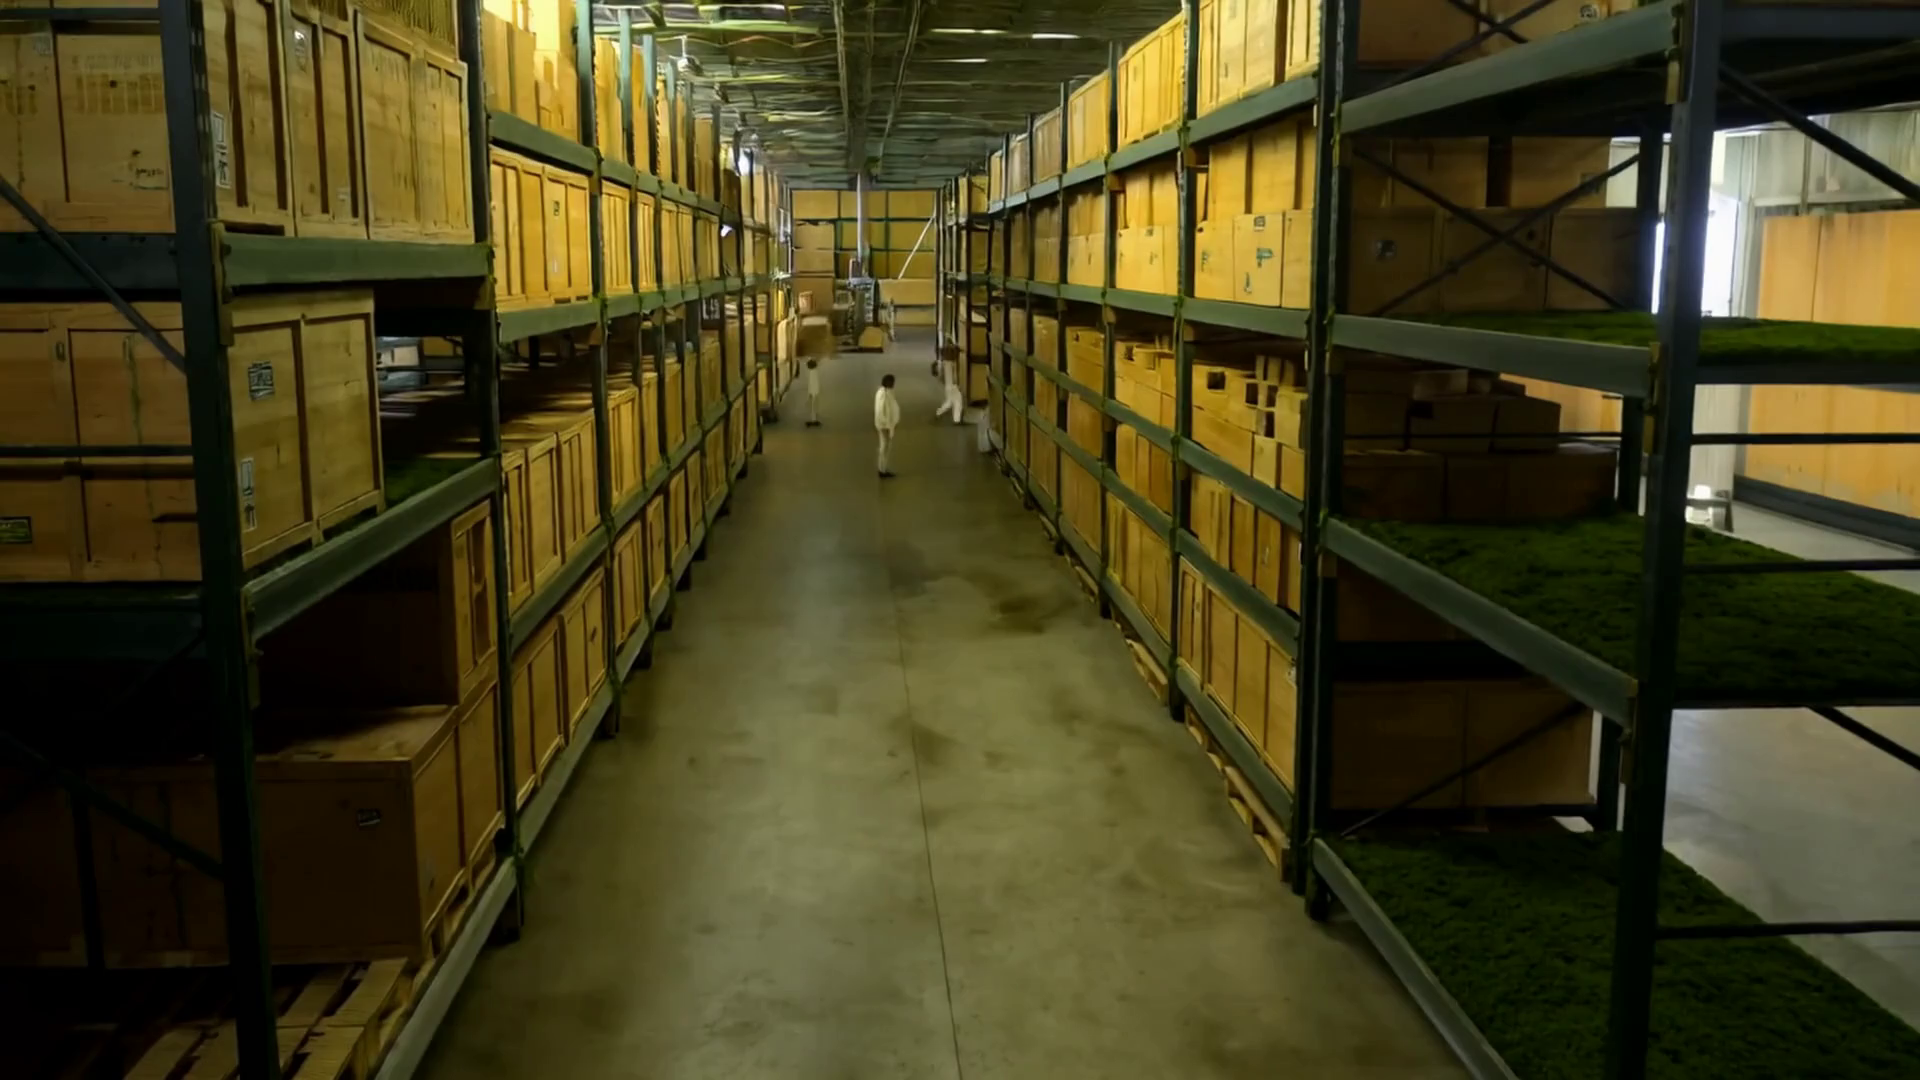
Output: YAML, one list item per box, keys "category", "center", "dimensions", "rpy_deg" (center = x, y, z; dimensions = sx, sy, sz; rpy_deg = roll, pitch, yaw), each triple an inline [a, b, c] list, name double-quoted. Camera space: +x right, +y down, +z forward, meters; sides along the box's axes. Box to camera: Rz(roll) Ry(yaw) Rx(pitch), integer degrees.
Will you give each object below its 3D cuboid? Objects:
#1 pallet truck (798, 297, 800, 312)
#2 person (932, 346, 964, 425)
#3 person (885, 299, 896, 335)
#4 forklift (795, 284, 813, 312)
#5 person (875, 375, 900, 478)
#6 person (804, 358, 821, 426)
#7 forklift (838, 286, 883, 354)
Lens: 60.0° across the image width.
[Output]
- category: "pallet truck"
  center: [-8.622, -12.439, 91.403]
  dimensions: [1.885, 1.965, 0.823]
  rpy_deg: [2, 10, 13]
- category: "person"
  center: [-0.259, -3.629, 39.127]
  dimensions: [0.660, 1.880, 0.602]
  rpy_deg: [3, 10, 17]
- category: "person"
  center: [-3.643, -11.726, 87.516]
  dimensions: [0.554, 1.876, 1.037]
  rpy_deg: [-5, 11, -25]
- category: "forklift"
  center: [-7.285, -10.538, 77.416]
  dimensions: [1.129, 2.768, 1.873]
  rpy_deg: [-2, 10, -10]
- category: "person"
  center: [-1.293, -2.032, 29.738]
  dimensions: [0.430, 1.837, 0.625]
  rpy_deg: [-3, 10, -17]
- category: "person"
  center: [-3.465, -3.446, 38.833]
  dimensions: [0.456, 1.618, 0.500]
  rpy_deg: [0, 10, 1]
- category: "forklift"
  center: [-4.142, -9.110, 68.883]
  dimensions: [1.873, 2.768, 1.129]
  rpy_deg: [-1, 10, -3]
